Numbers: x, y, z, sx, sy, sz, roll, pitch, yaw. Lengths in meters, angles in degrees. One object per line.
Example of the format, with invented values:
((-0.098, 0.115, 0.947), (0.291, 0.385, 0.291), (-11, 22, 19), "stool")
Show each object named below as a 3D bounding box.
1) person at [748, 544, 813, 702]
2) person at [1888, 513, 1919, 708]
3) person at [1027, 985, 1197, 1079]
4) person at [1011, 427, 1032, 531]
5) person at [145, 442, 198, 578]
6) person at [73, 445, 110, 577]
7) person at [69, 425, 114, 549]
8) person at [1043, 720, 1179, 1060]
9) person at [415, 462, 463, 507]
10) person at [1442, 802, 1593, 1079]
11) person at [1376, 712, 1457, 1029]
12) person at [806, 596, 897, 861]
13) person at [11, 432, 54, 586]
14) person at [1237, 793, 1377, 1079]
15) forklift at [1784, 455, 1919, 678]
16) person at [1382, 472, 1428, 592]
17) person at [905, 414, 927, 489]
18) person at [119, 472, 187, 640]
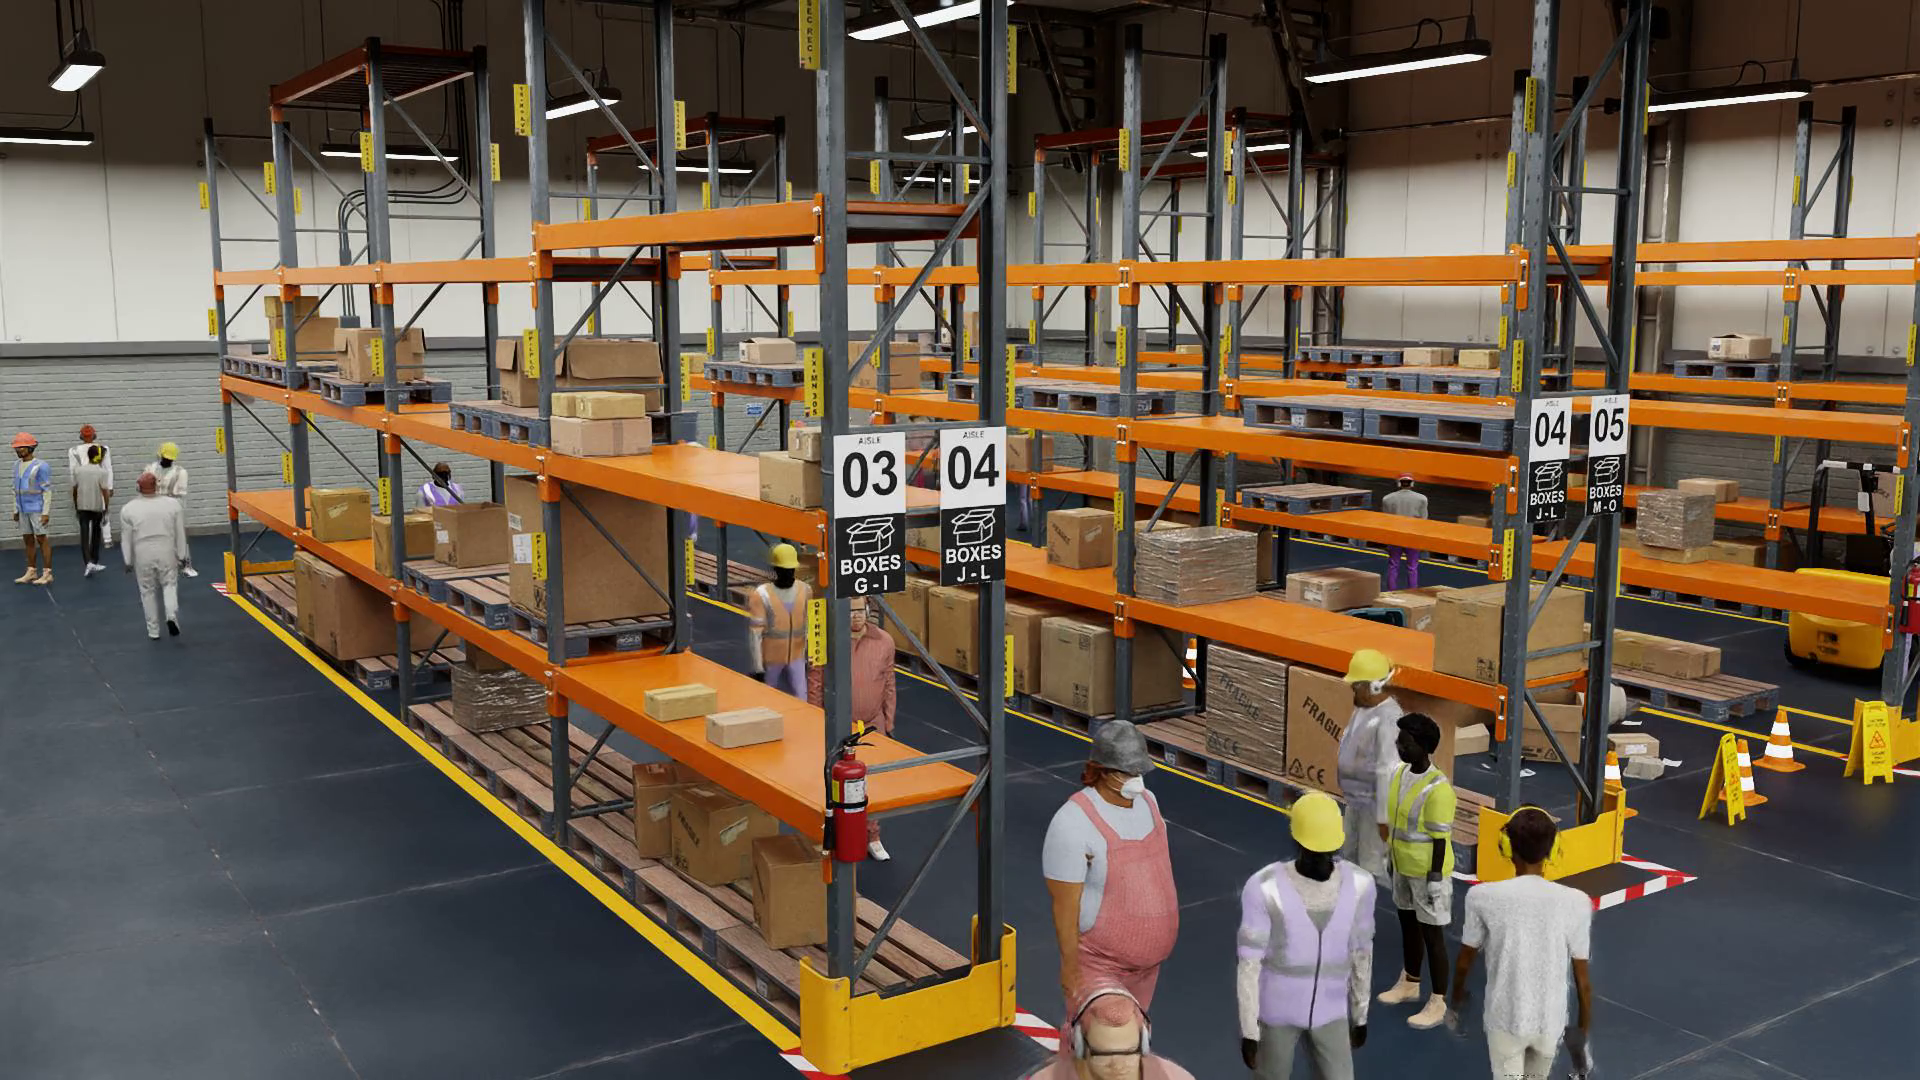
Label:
((-1.482, 0.943, 13.662), (0.607, 1.874, 1.001), (-5, 10, -32), "person")
((8.943, 0.666, 15.576), (0.505, 1.845, 0.346), (2, 9, 16), "person")
((0.450, 2.237, 4.993), (0.640, 1.887, 0.438), (-2, 9, -16), "person")
((1.068, -1.012, 27.064), (0.529, 1.760, 0.328), (-6, 10, -35), "person")
((-10.716, -0.387, 22.497), (0.682, 1.881, 0.416), (1, 9, 10), "person")
((-11.937, -0.411, 22.872), (0.528, 1.804, 0.848), (-3, 9, -18), "person")
((-13.145, -0.799, 25.201), (0.575, 1.885, 0.355), (-4, 9, -25), "person")
((0.717, 1.791, 7.435), (0.536, 2.000, 0.688), (8, 12, 43), "person")
((-6.290, -0.030, 20.245), (0.619, 1.839, 0.430), (-8, 12, -43), "person")
((2.286, 1.978, 6.886), (0.519, 1.823, 0.909), (0, 9, 2), "person")
((2.454, 1.747, 8.904), (0.321, 1.691, 0.533), (-2, 9, -15), "person")
((-0.724, 1.269, 11.355), (0.643, 1.909, 0.409), (-3, 9, -22), "person")
((-12.341, -0.410, 22.079), (0.605, 2.045, 0.377), (3, 9, 20), "person")
((1.448, 1.964, 6.878), (0.608, 1.866, 0.958), (-1, 9, -5), "person")
((9.643, 0.253, 17.172), (2.313, 2.155, 1.214), (-6, 10, -33), "forklift")
((5.492, -0.030, 20.550), (0.563, 1.744, 0.354), (3, 9, 21), "person")
((-0.940, -1.696, 31.675), (0.808, 1.729, 0.521), (-7, 11, -39), "person")
((-9.030, 0.181, 18.623), (0.667, 1.895, 0.427), (-5, 10, -32), "person")
